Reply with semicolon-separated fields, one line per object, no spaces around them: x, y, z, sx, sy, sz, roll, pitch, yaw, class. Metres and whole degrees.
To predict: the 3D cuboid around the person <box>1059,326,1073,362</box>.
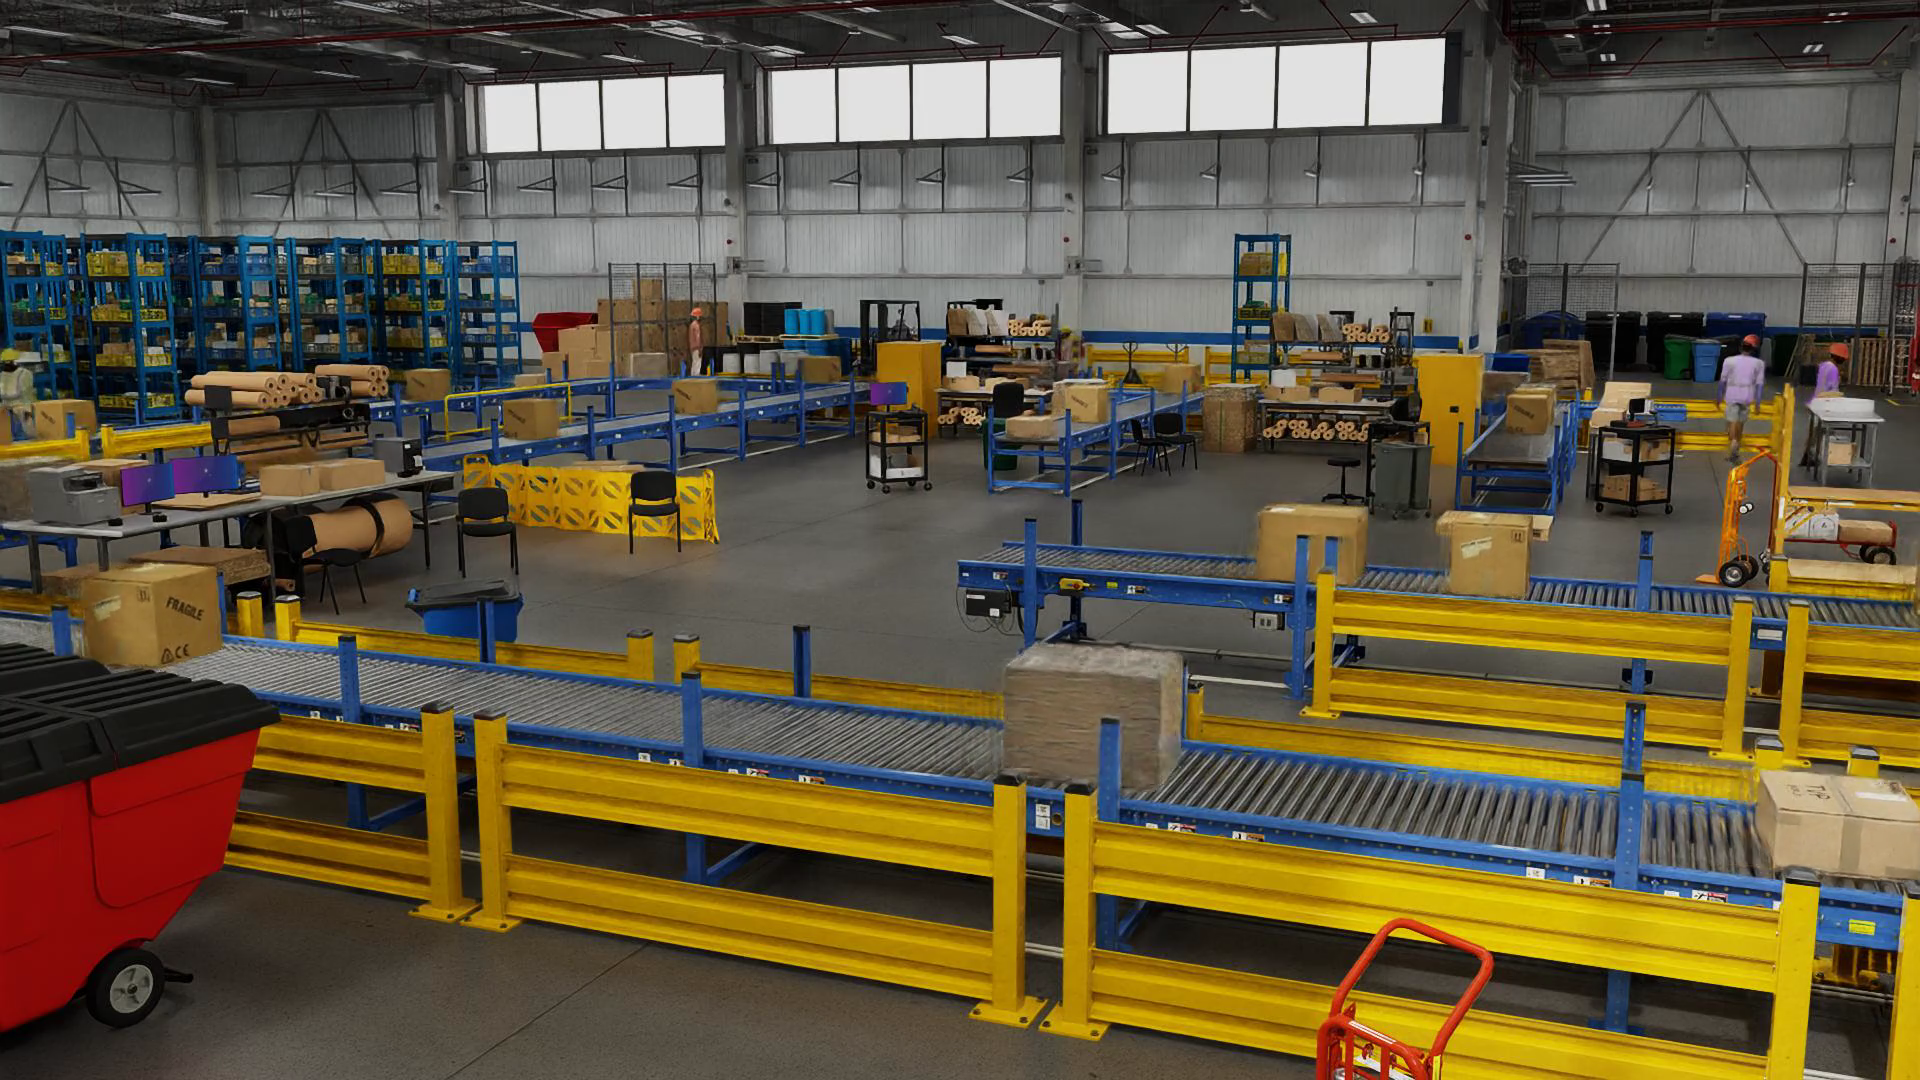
2.234;-3.697;35.525;0.364;1.754;0.545;-2;10;-14;person

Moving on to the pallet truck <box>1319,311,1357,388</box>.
9.071;-4.419;39.190;0.823;1.965;1.885;5;10;26;pallet truck

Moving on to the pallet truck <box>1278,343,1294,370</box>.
7.886;-4.163;39.743;0.653;1.274;1.630;4;10;22;pallet truck

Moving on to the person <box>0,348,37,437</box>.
-14.226;-2.001;25.146;0.594;1.801;0.835;1;9;8;person

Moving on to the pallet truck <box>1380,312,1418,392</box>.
10.207;-4.283;38.369;0.823;1.965;1.885;3;10;20;pallet truck

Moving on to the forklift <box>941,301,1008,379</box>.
0.365;-4.966;41.571;1.157;1.987;2.680;3;10;20;forklift

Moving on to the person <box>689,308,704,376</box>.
-6.403;-4.641;40.536;0.370;1.996;0.622;-4;10;-23;person

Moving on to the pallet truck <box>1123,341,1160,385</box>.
4.445;-4.380;41.279;0.680;1.201;1.601;4;10;22;pallet truck

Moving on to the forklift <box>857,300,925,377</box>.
-1.732;-5.109;42.468;1.157;1.987;2.680;4;10;22;forklift

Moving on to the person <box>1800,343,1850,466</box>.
13.133;-2.031;25.074;0.814;1.876;0.623;2;10;14;person

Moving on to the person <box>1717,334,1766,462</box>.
11.968;-2.151;25.470;0.645;1.999;0.846;3;10;16;person

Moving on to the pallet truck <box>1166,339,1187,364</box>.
5.418;-4.269;40.420;0.704;1.261;1.522;3;10;20;pallet truck
